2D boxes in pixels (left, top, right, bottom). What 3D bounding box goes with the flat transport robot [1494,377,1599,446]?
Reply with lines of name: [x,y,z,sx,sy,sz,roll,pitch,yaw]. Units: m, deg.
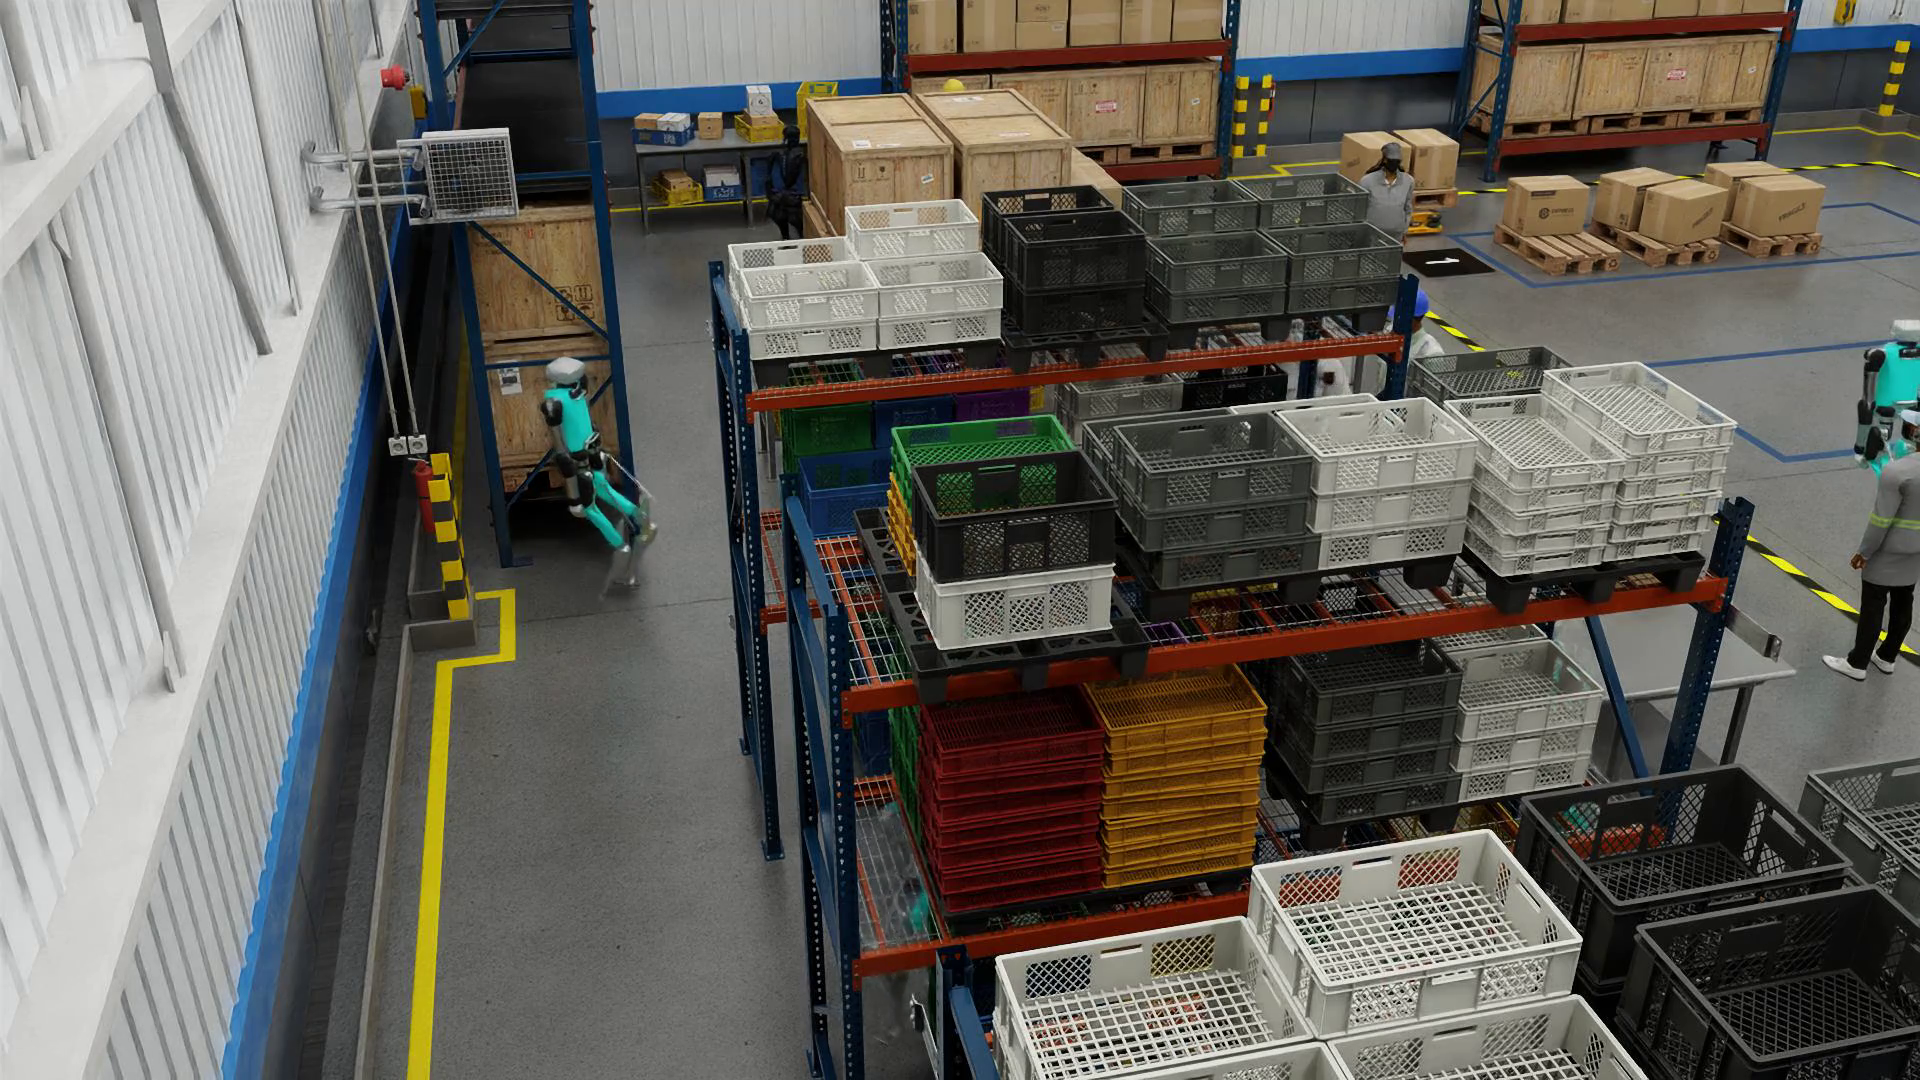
flat transport robot: [4.780,-1.036,14.013,0.659,0.231,1.431,-6,28,-12]

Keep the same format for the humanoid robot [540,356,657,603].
humanoid robot: [-2.335,-0.342,11.147,0.766,1.822,0.531,5,28,9]

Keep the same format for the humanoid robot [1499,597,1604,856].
humanoid robot: [3.070,1.152,8.352,0.932,1.813,0.593,11,30,20]

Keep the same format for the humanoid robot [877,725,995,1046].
humanoid robot: [-0.127,1.607,7.489,0.531,1.828,0.794,22,35,35]

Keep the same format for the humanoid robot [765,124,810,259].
humanoid robot: [-1.782,-3.416,17.034,0.590,1.643,0.556,9,29,17]

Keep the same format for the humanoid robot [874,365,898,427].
humanoid robot: [-0.609,-0.838,12.186,0.796,1.622,0.607,-12,30,-21]

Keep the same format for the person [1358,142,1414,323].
person: [4.060,-2.968,16.067,0.563,1.769,0.397,-3,28,-7]

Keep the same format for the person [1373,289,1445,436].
person: [3.166,-0.894,11.955,0.420,1.939,0.605,-11,30,-20]

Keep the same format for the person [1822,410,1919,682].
person: [5.810,0.018,10.314,0.591,1.852,0.369,-8,29,-15]

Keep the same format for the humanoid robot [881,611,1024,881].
humanoid robot: [-0.082,1.038,8.474,0.929,1.727,0.536,2,28,4]

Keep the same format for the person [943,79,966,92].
person: [-0.051,-4.107,18.160,0.405,1.833,0.589,-25,36,-38]

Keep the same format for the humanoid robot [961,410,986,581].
humanoid robot: [0.142,-0.091,10.762,0.785,1.626,0.603,-5,28,-9]

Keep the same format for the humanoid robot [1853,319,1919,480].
humanoid robot: [6.587,-0.581,11.606,0.534,1.793,0.810,-4,28,-8]

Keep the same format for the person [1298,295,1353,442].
person: [2.888,-1.460,13.104,0.538,1.861,0.618,-7,28,-12]

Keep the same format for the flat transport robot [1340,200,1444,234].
flat transport robot: [4.986,-3.850,19.321,0.652,0.197,1.431,-6,28,-12]
